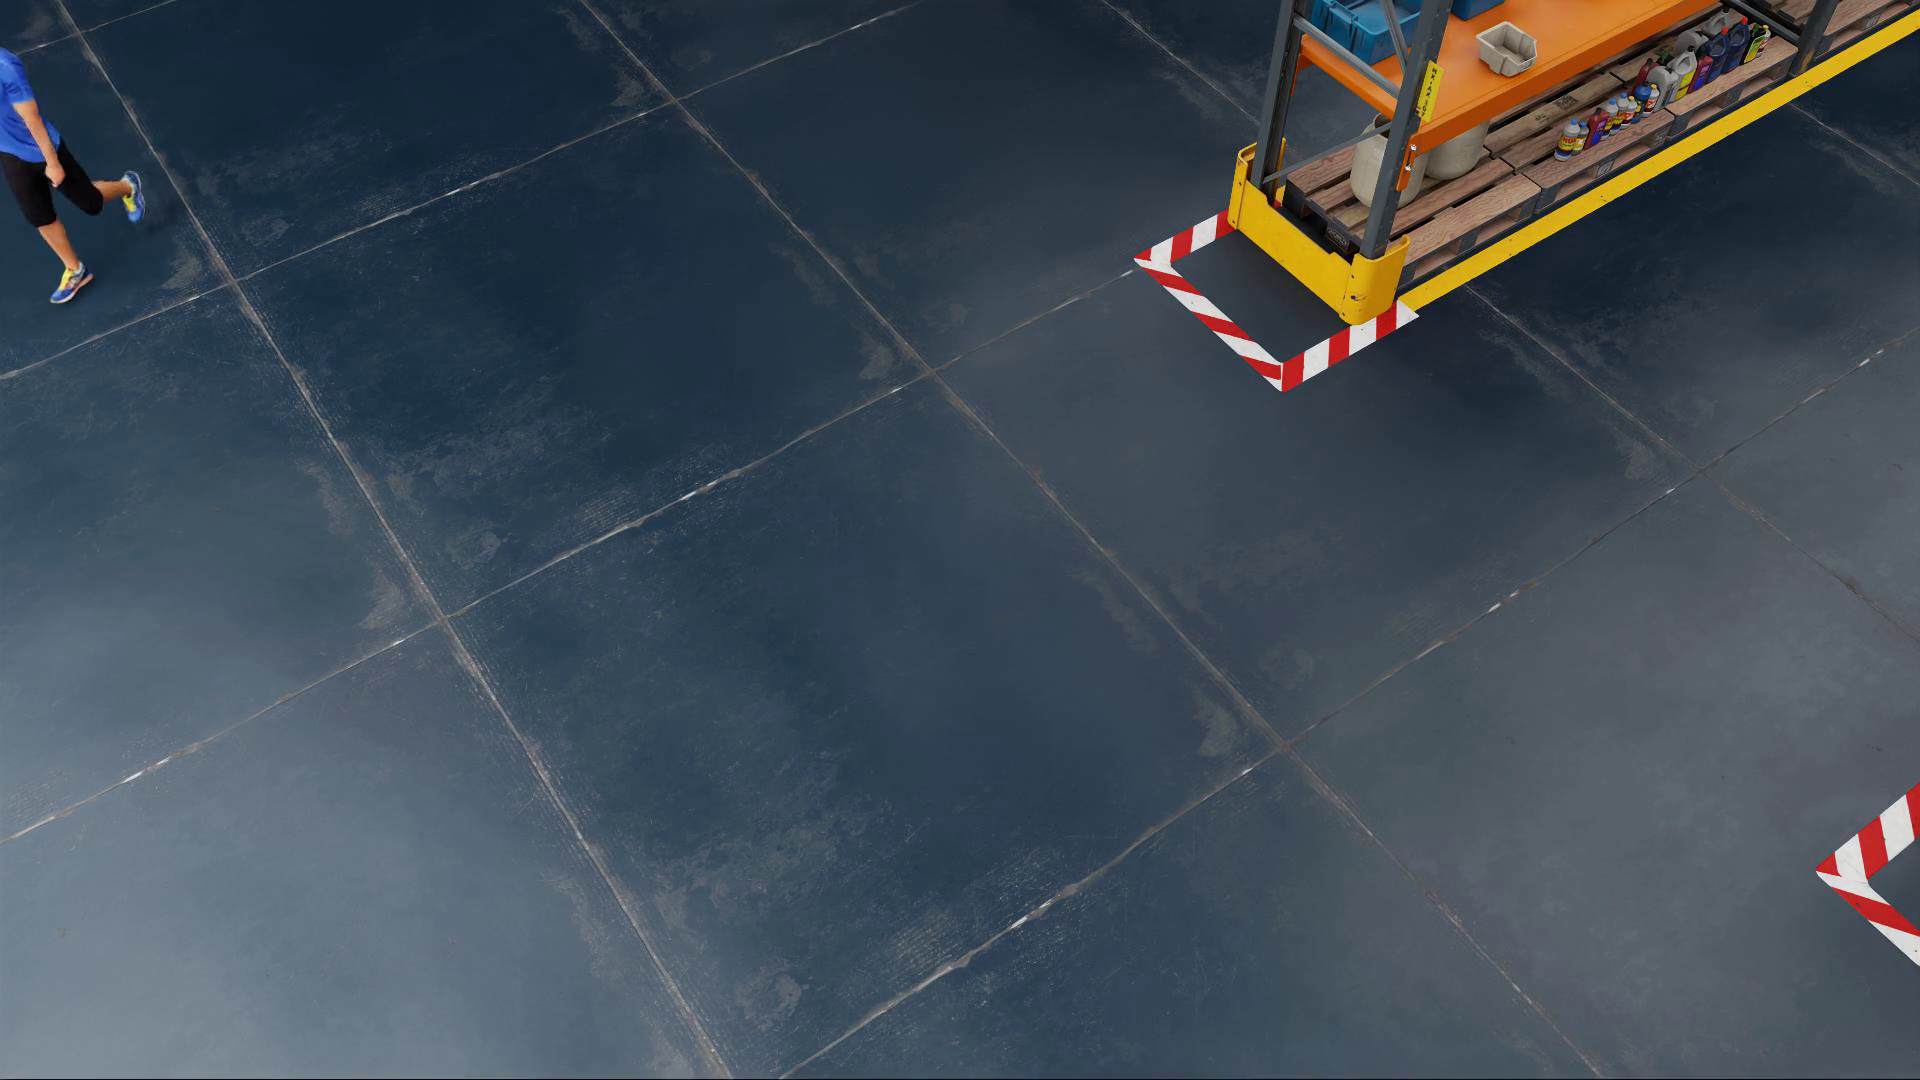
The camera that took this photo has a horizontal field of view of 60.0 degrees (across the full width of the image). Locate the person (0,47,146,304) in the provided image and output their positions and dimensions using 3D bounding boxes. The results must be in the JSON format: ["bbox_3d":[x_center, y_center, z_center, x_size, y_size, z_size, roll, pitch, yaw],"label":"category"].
[{"bbox_3d":[-5.122,-2.243,9.295,1.058,1.849,1.174,13,53,10],"label":"person"}]
